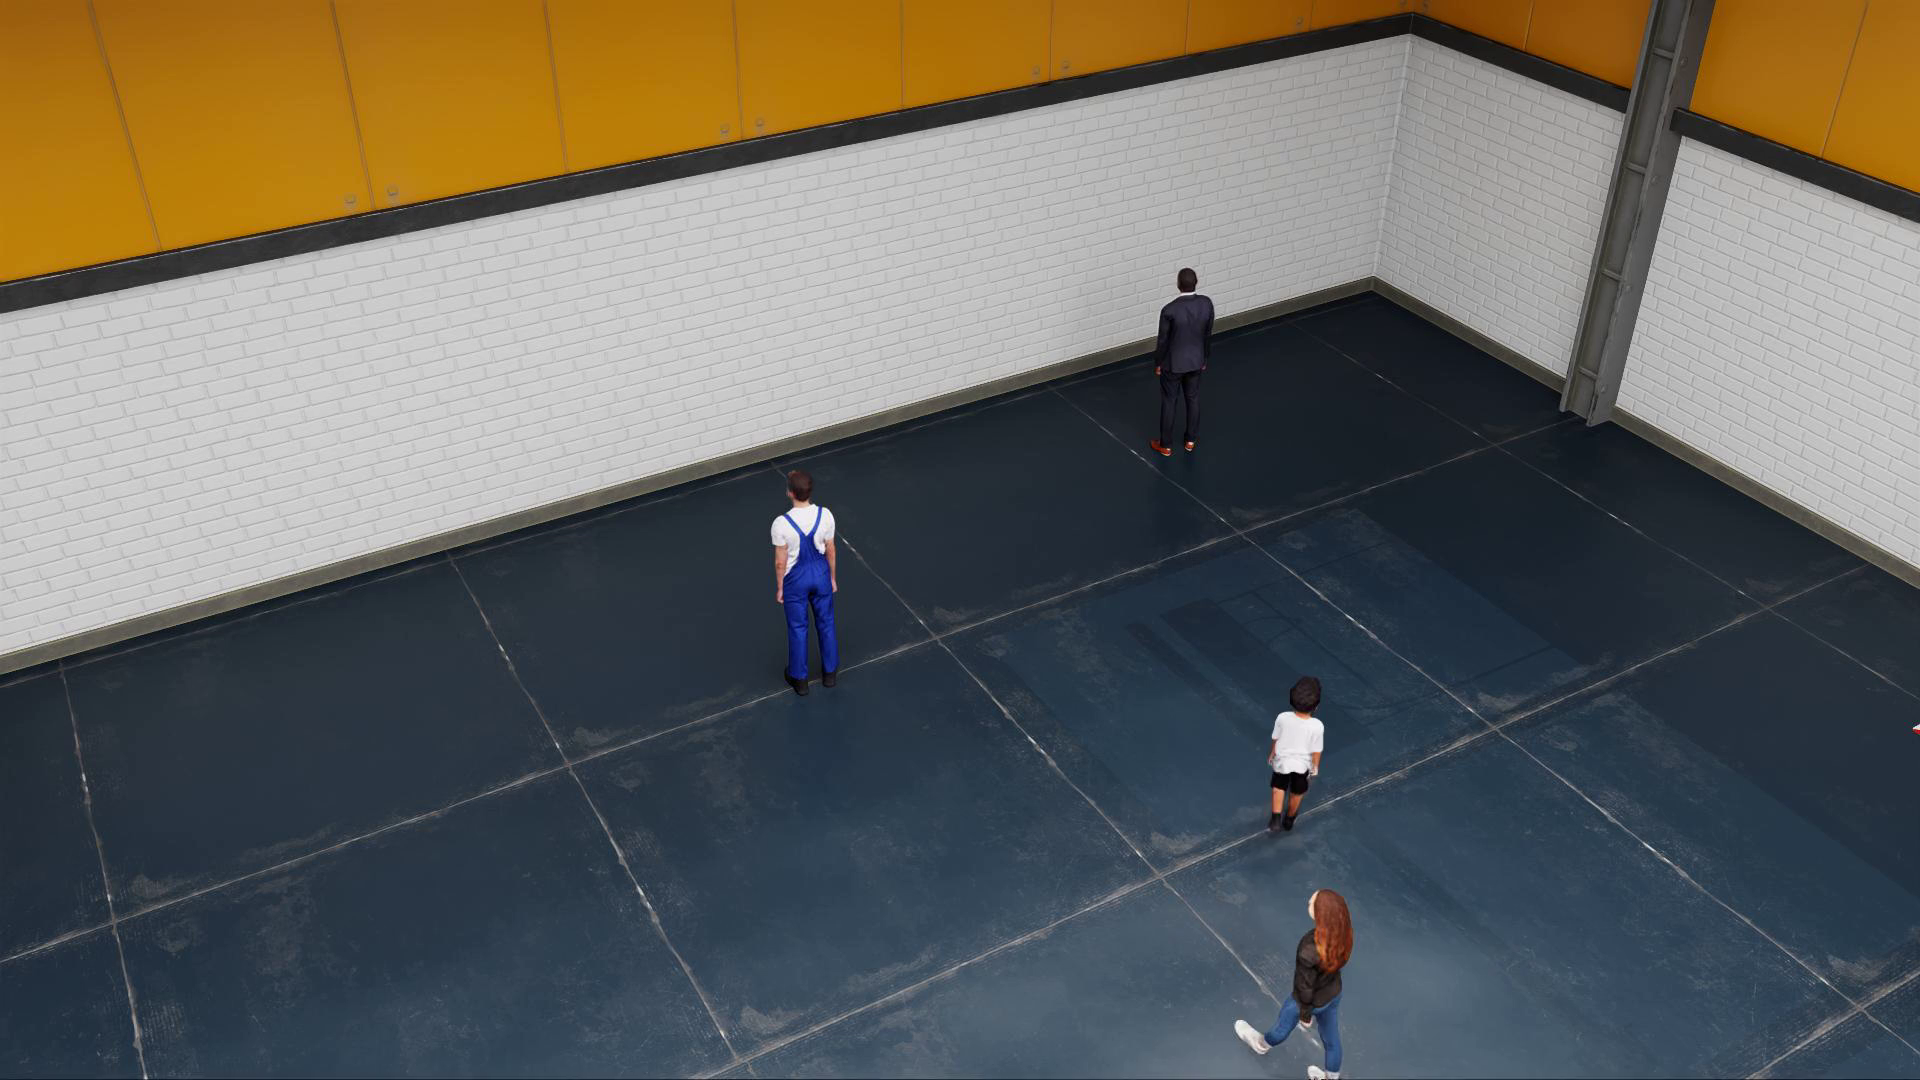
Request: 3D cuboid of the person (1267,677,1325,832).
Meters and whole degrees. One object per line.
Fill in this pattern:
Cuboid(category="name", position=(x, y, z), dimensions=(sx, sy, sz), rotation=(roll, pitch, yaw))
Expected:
Cuboid(category="person", position=(2.181, 1.458, 10.900), dimensions=(0.676, 1.253, 0.731), rotation=(10, 35, 15))

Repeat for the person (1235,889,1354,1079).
Cuboid(category="person", position=(2.018, 2.517, 9.130), dimensions=(0.648, 1.450, 0.933), rotation=(-23, 40, -31))

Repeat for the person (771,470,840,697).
Cuboid(category="person", position=(-1.117, 0.304, 12.101), dimensions=(0.664, 1.847, 0.622), rotation=(-11, 35, -16))

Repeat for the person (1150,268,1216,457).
Cuboid(category="person", position=(2.007, -1.607, 14.996), dimensions=(0.744, 1.826, 0.690), rotation=(-9, 35, -14))
